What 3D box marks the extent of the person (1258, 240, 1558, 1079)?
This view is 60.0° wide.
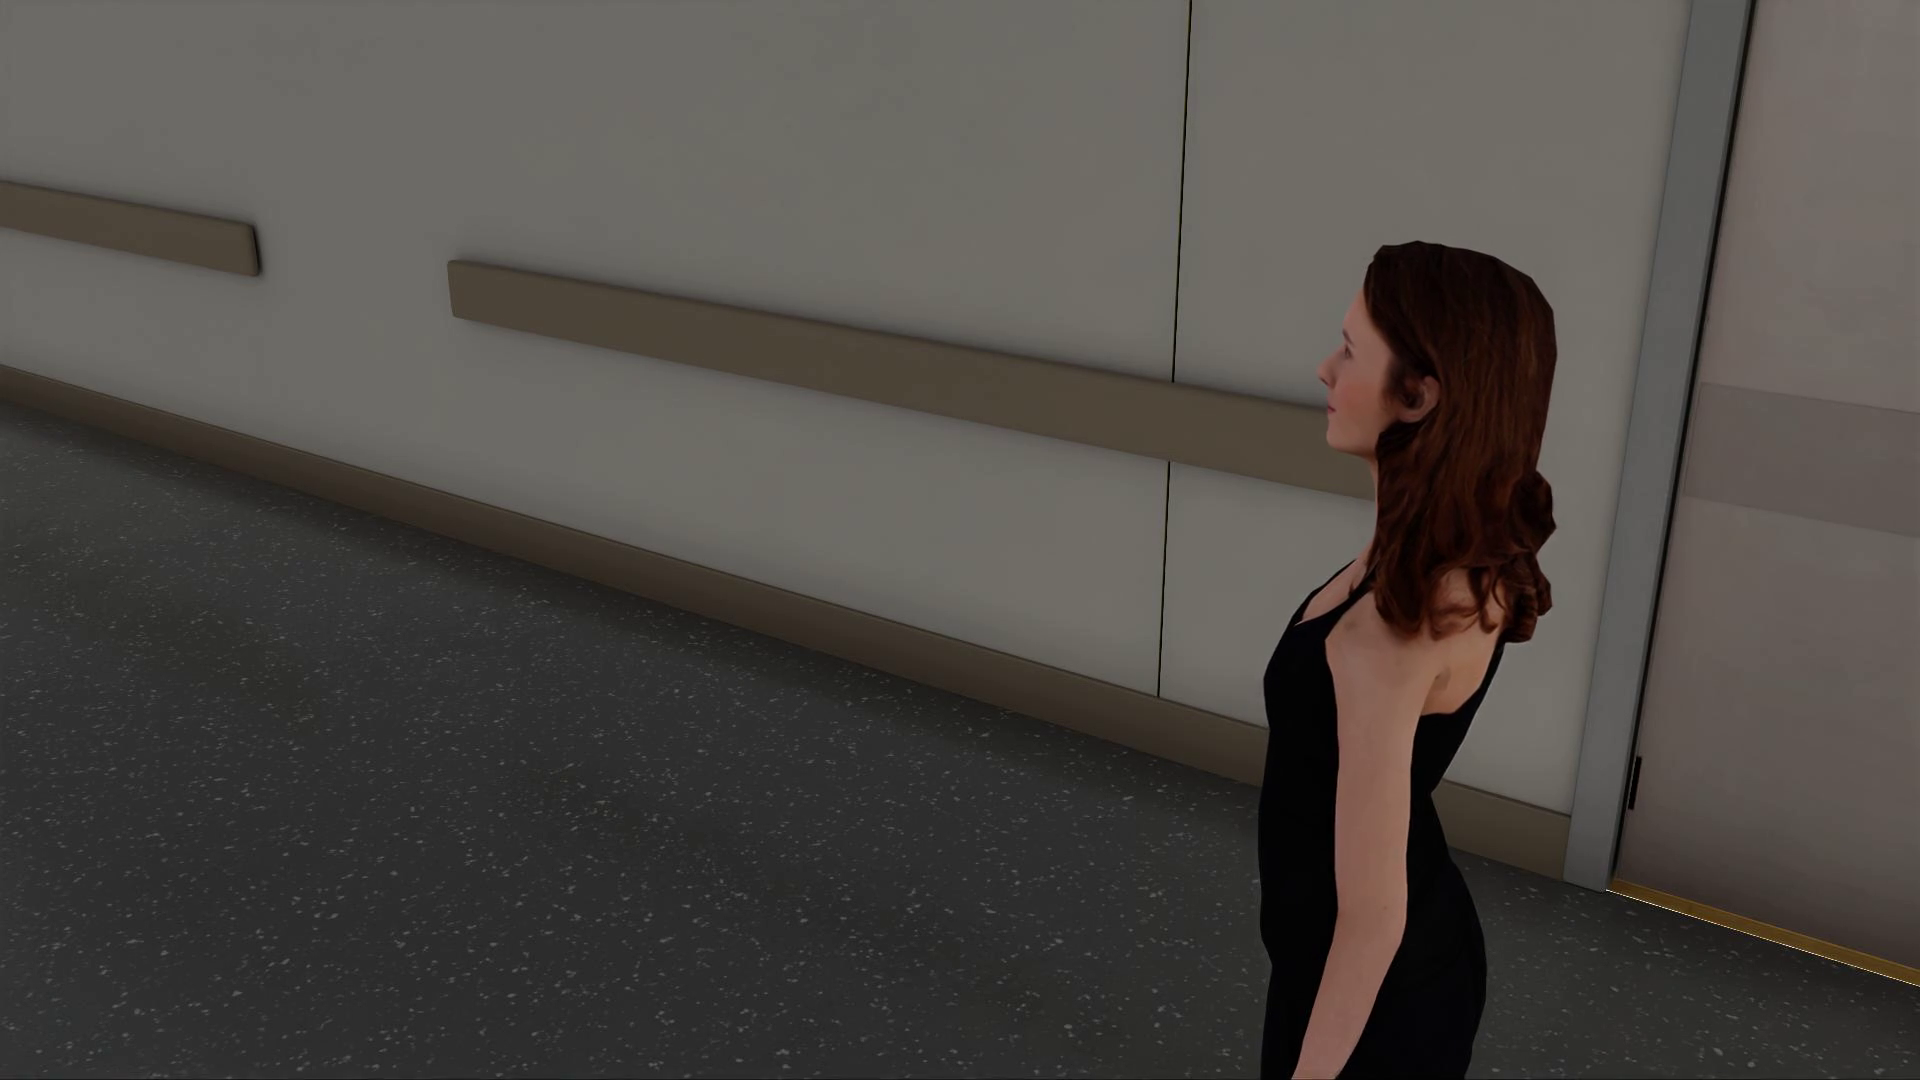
[{"bbox_3d":[0.484,0.519,1.938,0.700,1.748,0.567,6,21,15],"label":"person"}]
